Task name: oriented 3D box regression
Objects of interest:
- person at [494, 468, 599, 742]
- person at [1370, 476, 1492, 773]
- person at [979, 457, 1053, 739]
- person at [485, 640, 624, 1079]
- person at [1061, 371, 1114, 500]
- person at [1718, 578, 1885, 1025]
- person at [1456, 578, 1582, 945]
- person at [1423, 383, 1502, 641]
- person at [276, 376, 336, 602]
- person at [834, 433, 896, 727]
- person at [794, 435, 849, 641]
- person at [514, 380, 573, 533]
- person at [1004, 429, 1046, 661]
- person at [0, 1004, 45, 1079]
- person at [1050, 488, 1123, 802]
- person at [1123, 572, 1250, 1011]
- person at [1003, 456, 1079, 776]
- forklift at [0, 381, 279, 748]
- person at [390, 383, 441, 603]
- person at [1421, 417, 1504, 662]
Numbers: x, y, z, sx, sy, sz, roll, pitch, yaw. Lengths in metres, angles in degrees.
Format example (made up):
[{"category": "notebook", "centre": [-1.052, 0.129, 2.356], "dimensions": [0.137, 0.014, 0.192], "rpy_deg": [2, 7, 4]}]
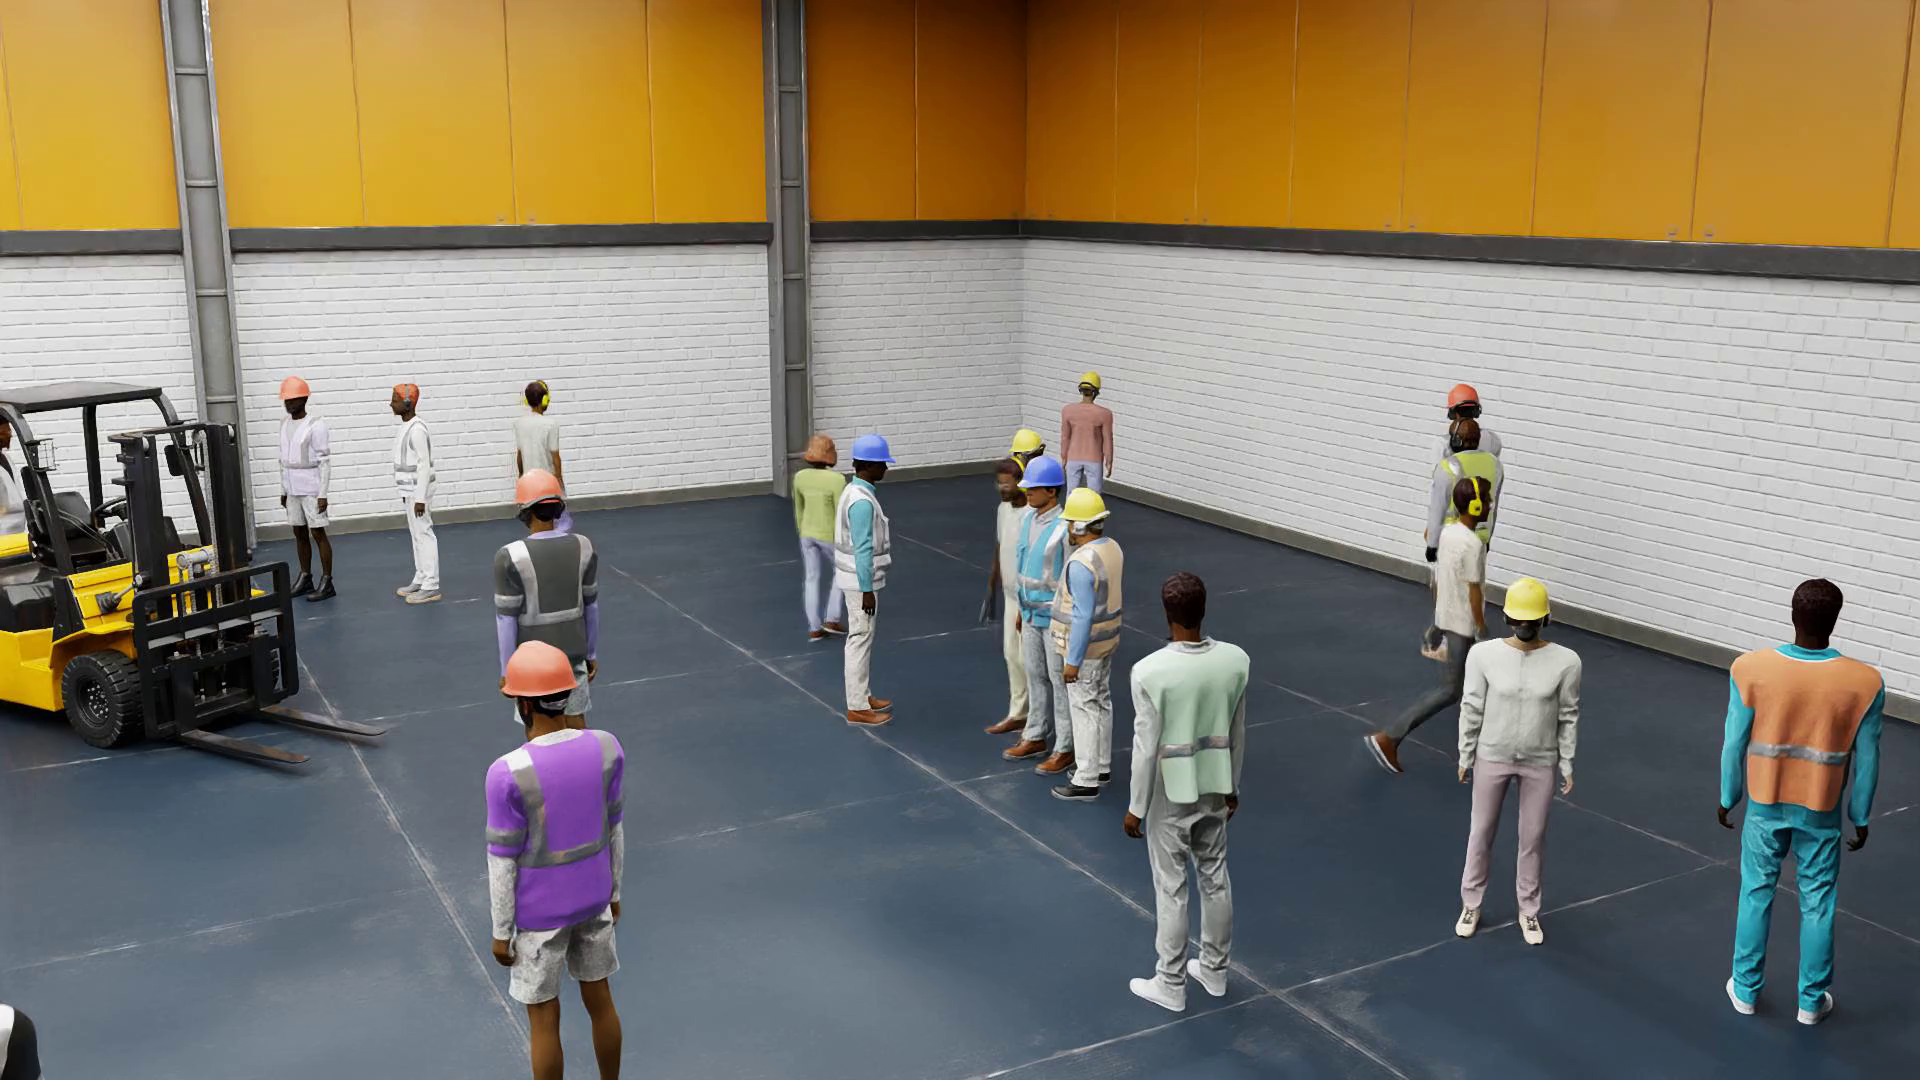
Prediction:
[{"category": "person", "centre": [-2.251, 0.623, 9.077], "dimensions": [0.608, 2.035, 0.421], "rpy_deg": [-11, 16, -43]}, {"category": "person", "centre": [2.954, 0.519, 10.015], "dimensions": [0.866, 1.838, 0.517], "rpy_deg": [0, 12, 2]}, {"category": "person", "centre": [0.386, 0.383, 10.627], "dimensions": [0.403, 1.862, 0.655], "rpy_deg": [-7, 14, -29]}, {"category": "person", "centre": [-1.479, 1.311, 6.084], "dimensions": [0.388, 1.930, 0.544], "rpy_deg": [12, 17, 44]}, {"category": "person", "centre": [1.241, -0.767, 16.239], "dimensions": [0.532, 1.756, 0.338], "rpy_deg": [4, 13, 18]}, {"category": "person", "centre": [3.538, 1.109, 7.051], "dimensions": [0.591, 1.918, 0.383], "rpy_deg": [6, 13, 27]}, {"category": "person", "centre": [2.600, 1.033, 7.770], "dimensions": [0.533, 1.767, 0.326], "rpy_deg": [3, 12, 14]}, {"category": "person", "centre": [3.855, -0.189, 12.856], "dimensions": [0.605, 2.038, 0.394], "rpy_deg": [-5, 13, -21]}, {"category": "person", "centre": [-5.638, -0.437, 14.253], "dimensions": [0.552, 1.937, 0.358], "rpy_deg": [6, 14, 27]}, {"category": "person", "centre": [-0.622, 0.262, 10.987], "dimensions": [0.415, 1.939, 0.604], "rpy_deg": [-1, 12, -5]}, {"category": "person", "centre": [-1.049, -0.022, 13.040], "dimensions": [0.531, 1.614, 0.451], "rpy_deg": [7, 14, 30]}, {"category": "person", "centre": [-3.661, -0.475, 14.613], "dimensions": [0.565, 1.856, 0.387], "rpy_deg": [6, 14, 27]}, {"category": "person", "centre": [0.519, 0.051, 12.401], "dimensions": [0.338, 1.760, 0.527], "rpy_deg": [9, 15, 35]}, {"category": "person", "centre": [-2.691, 1.783, 4.409], "dimensions": [0.535, 1.700, 0.318], "rpy_deg": [-7, 14, -30]}, {"category": "person", "centre": [0.725, 0.601, 9.638], "dimensions": [0.404, 1.828, 0.603], "rpy_deg": [5, 13, 23]}, {"category": "person", "centre": [0.978, 1.088, 7.165], "dimensions": [0.590, 1.914, 0.391], "rpy_deg": [-7, 14, -29]}, {"category": "person", "centre": [0.525, 0.451, 10.066], "dimensions": [0.403, 1.948, 0.605], "rpy_deg": [-8, 14, -32]}, {"category": "forklift", "centre": [-5.853, 0.085, 11.199], "dimensions": [2.313, 2.155, 1.214], "rpy_deg": [7, 14, 28]}, {"category": "person", "centre": [-4.664, -0.403, 14.226], "dimensions": [0.359, 1.883, 0.573], "rpy_deg": [-6, 13, -26]}, {"category": "person", "centre": [3.747, -0.005, 12.471], "dimensions": [0.624, 1.838, 0.430], "rpy_deg": [-6, 13, -26]}]
